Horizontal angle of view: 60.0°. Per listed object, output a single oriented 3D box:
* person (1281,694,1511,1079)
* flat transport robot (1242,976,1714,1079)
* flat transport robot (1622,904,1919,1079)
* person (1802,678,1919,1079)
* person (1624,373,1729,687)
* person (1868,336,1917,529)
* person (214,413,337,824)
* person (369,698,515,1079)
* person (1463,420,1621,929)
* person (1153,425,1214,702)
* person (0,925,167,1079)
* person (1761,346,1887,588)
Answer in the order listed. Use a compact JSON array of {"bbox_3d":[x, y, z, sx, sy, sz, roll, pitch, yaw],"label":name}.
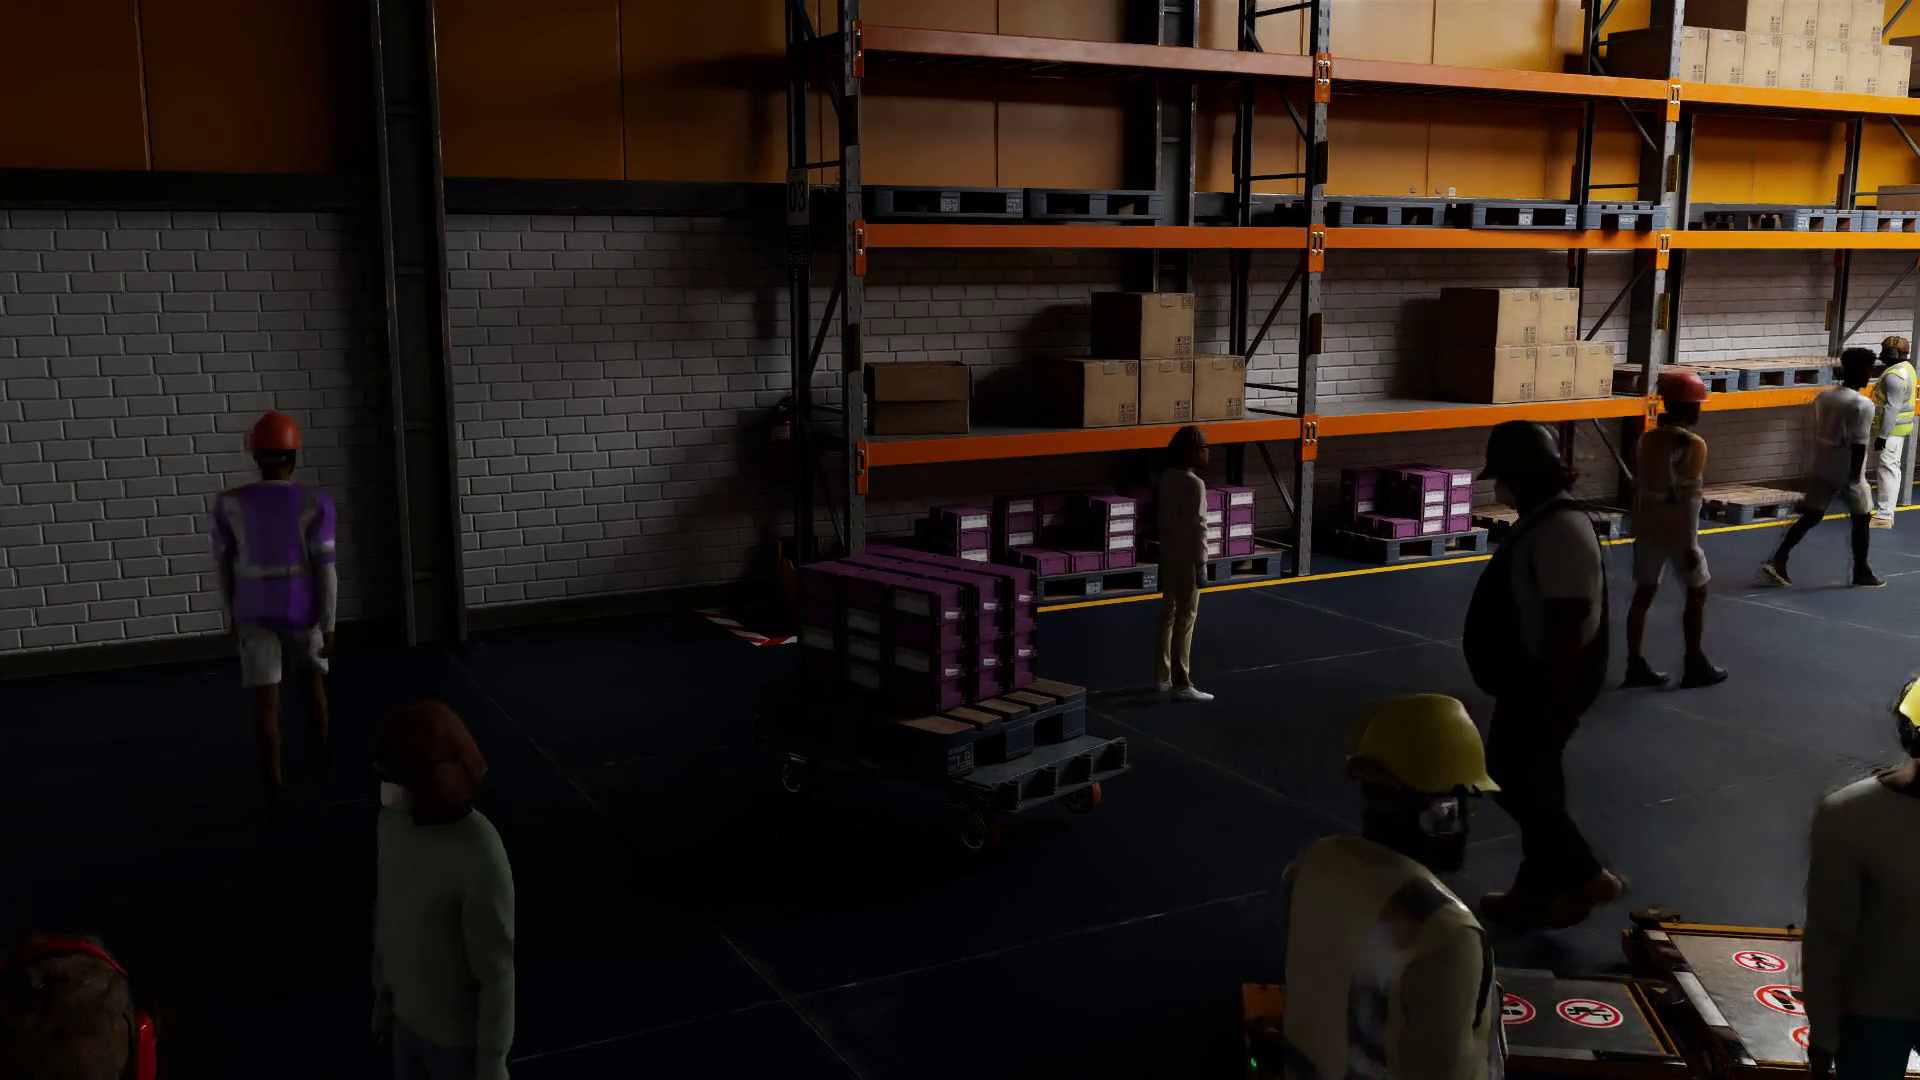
[{"bbox_3d":[0.840,1.196,3.223,0.431,1.807,0.609,-3,10,-16],"label":"person"},{"bbox_3d":[1.644,1.593,5.361,1.431,0.197,0.652,1,10,8],"label":"flat transport robot"},{"bbox_3d":[2.705,1.571,5.489,0.652,0.197,1.431,1,10,8],"label":"flat transport robot"},{"bbox_3d":[2.238,1.110,3.900,0.558,1.741,0.444,1,10,6],"label":"person"},{"bbox_3d":[4.404,-0.052,10.099,0.780,1.913,0.571,-4,10,-19],"label":"person"},{"bbox_3d":[8.891,-1.031,15.953,0.429,1.844,0.627,7,12,35],"label":"person"},{"bbox_3d":[-3.261,0.331,8.011,0.554,1.874,1.018,-3,10,-16],"label":"person"},{"bbox_3d":[-1.221,1.166,3.955,0.547,1.629,0.306,9,13,42],"label":"person"},{"bbox_3d":[2.249,0.508,6.518,0.544,2.000,0.725,3,10,15],"label":"person"},{"bbox_3d":[1.327,0.133,9.848,0.268,1.632,0.507,-3,10,-18],"label":"person"},{"bbox_3d":[-1.010,1.387,2.063,0.581,1.828,0.625,-6,12,-33],"label":"person"},{"bbox_3d":[6.819,-0.558,13.006,0.962,1.930,0.616,-3,10,-14],"label":"person"}]
